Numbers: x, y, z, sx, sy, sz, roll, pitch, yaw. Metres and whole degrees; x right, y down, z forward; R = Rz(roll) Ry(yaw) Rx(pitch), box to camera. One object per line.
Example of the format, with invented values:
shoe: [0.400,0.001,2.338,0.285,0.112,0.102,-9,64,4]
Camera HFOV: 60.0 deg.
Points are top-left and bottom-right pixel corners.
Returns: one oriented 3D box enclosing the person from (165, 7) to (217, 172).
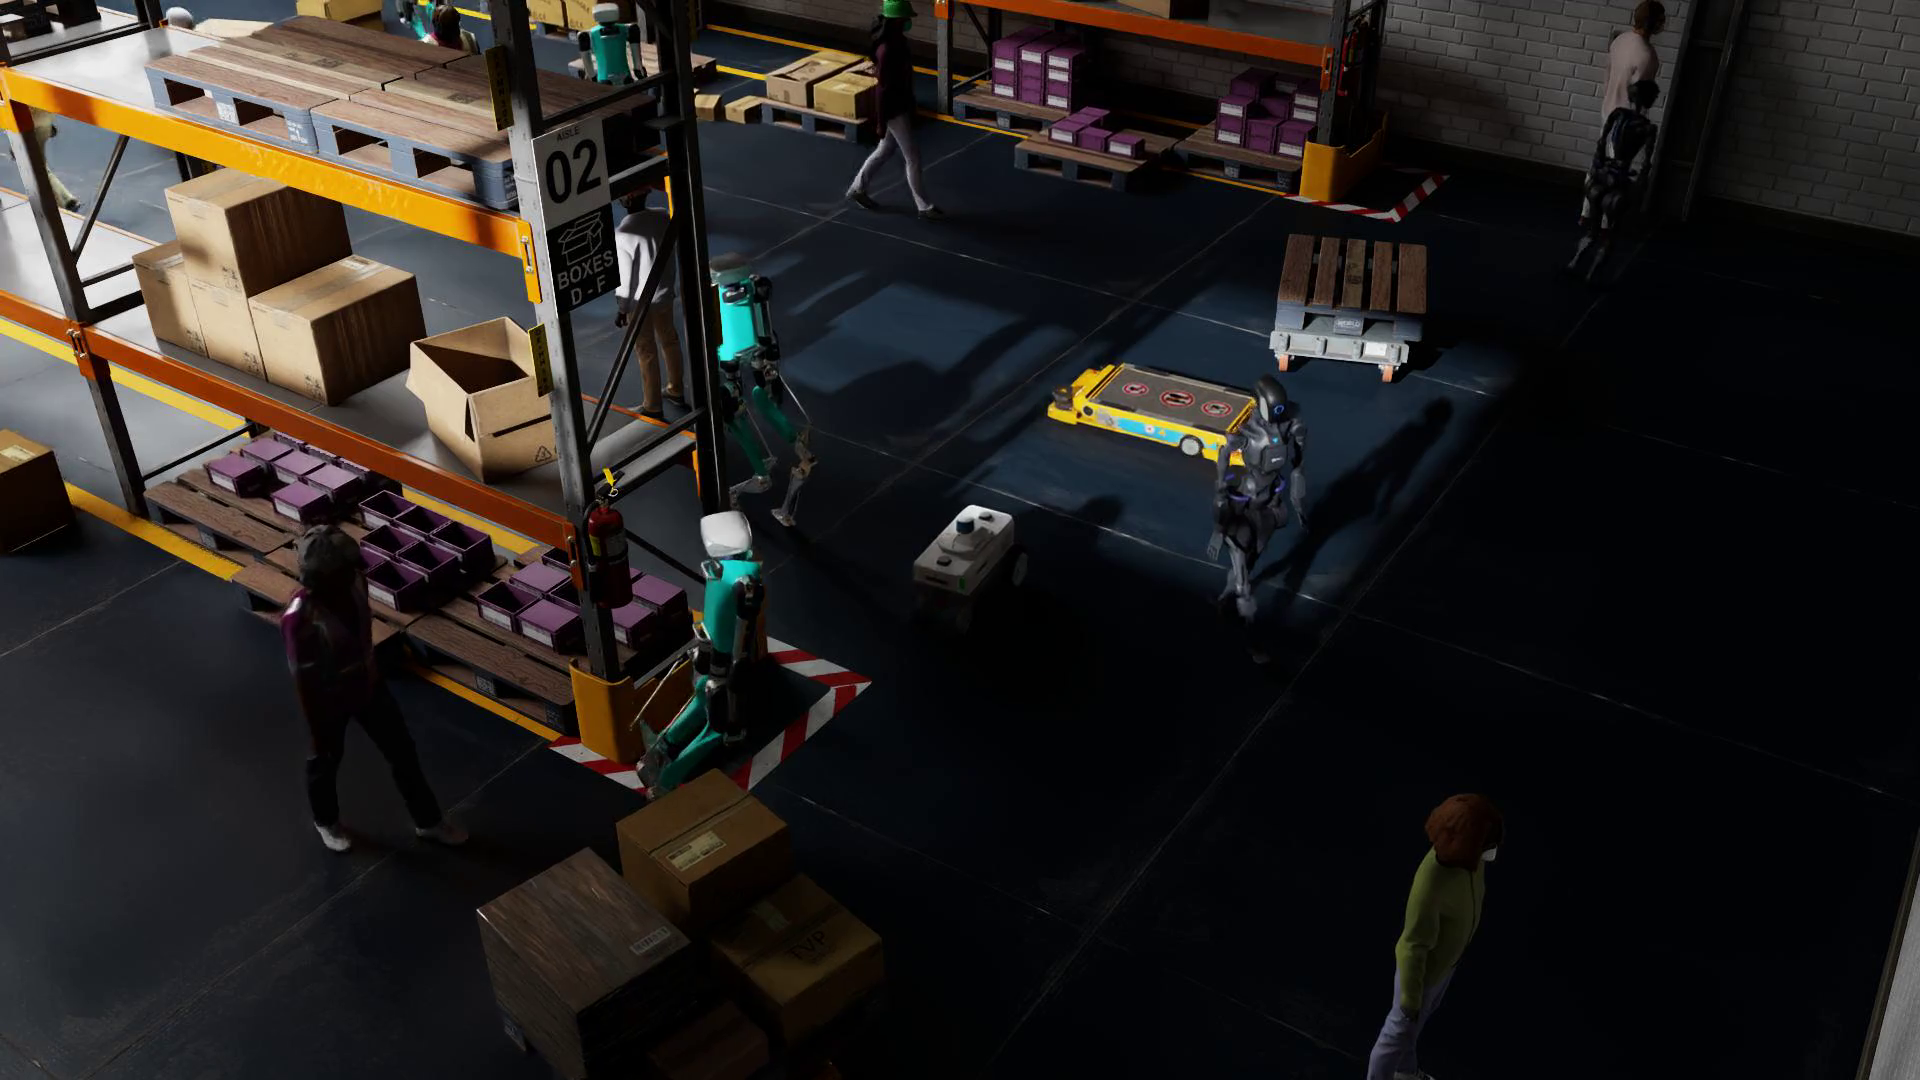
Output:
person: [-6.424,-3.781,14.368,0.878,1.700,0.798,0,33,0]

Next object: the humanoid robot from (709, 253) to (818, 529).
humanoid robot: [-1.188,-0.789,9.738,0.560,1.750,0.954,-25,40,-33]

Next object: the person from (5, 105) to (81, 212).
person: [-7.699,-3.375,13.712,0.400,1.729,0.647,-3,33,-4]

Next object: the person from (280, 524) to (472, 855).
person: [-2.745,0.682,7.427,0.820,1.802,0.532,14,36,20]

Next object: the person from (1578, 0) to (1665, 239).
person: [5.449,-3.448,13.642,0.372,1.940,0.626,-3,33,-5]

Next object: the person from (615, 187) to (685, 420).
person: [-2.090,-1.635,11.023,0.325,1.752,0.562,19,38,27]

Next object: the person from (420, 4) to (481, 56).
person: [-4.157,-3.577,13.968,0.818,1.807,0.621,20,38,28]

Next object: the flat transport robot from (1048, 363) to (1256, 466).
flat transport robot: [1.378,-0.872,11.213,1.431,0.231,0.659,17,37,24]

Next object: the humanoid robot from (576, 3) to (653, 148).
humanoid robot: [-2.774,-3.485,13.927,0.546,1.807,0.942,-14,35,-20]

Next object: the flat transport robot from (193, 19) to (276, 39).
flat transport robot: [-6.999,-4.055,16.106,1.431,0.231,0.659,7,34,10]

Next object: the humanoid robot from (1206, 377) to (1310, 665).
humanoid robot: [1.598,-0.142,8.832,0.607,1.631,0.737,-14,35,-20]

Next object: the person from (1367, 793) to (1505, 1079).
person: [1.766,1.572,6.203,0.265,1.631,0.506,22,39,30]

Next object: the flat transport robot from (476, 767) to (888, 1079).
flat transport robot: [-1.020,2.049,6.724,0.659,0.231,1.431,-27,42,-35]

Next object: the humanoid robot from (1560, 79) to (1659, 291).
humanoid robot: [4.998,-2.727,12.787,0.385,1.649,0.602,-13,35,-19]

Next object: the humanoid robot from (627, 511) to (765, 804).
humanoid robot: [-1.225,0.724,7.419,0.800,1.765,0.549,-13,35,-19]

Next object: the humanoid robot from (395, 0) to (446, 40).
humanoid robot: [-5.330,-5.297,16.668,0.533,1.742,0.938,-23,39,-31]

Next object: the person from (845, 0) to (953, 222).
person: [-0.562,-3.638,13.963,0.973,1.909,0.504,8,34,12]

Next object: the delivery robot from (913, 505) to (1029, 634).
delivery robot: [0.029,0.113,9.414,0.499,0.570,0.746,15,36,22]
